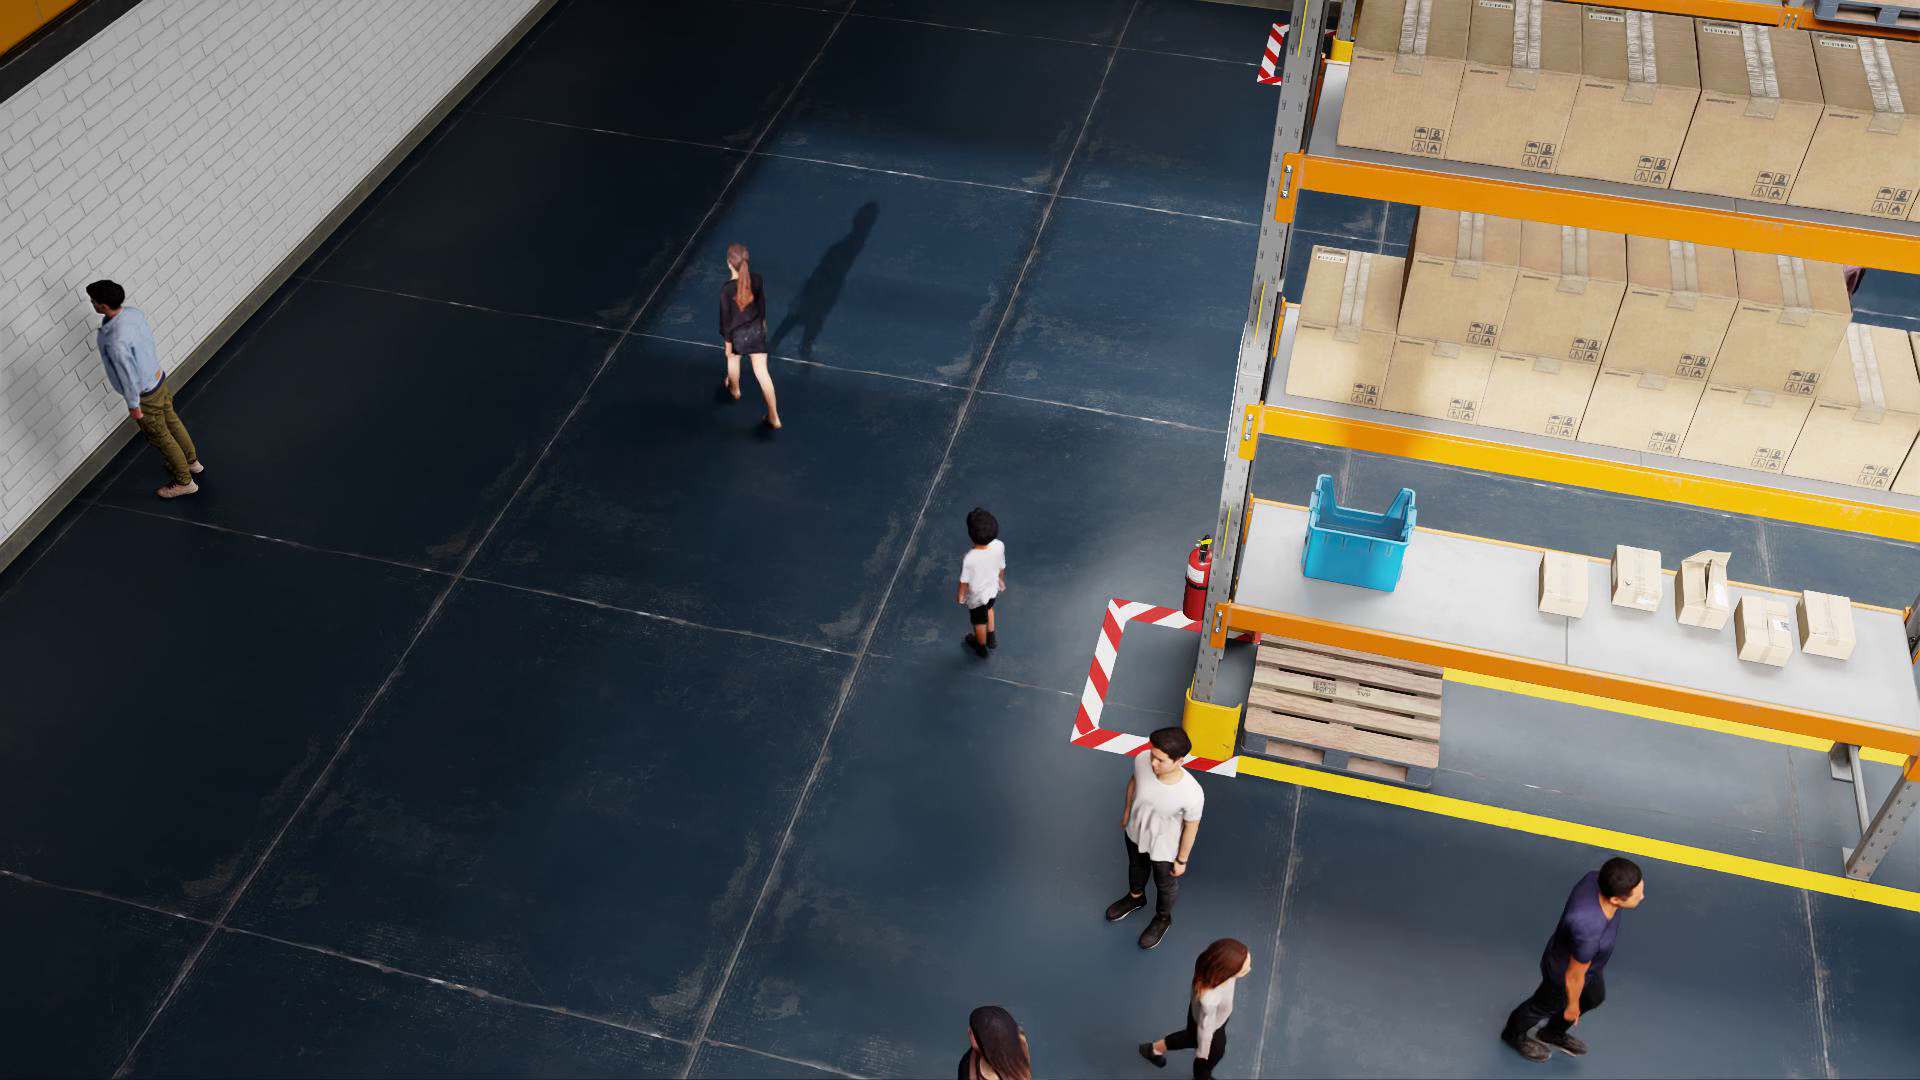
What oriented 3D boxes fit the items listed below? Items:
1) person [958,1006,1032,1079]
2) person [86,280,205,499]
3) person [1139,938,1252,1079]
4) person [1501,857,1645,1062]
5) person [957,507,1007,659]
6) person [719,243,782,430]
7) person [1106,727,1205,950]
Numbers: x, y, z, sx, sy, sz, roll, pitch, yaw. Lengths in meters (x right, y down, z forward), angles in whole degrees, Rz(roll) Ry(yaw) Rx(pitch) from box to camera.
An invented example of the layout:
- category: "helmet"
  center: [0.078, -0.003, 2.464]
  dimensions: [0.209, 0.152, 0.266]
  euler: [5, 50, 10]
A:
- category: "person"
  center: [0.270, 2.769, 7.963]
  dimensions: [1.086, 1.686, 0.833]
  euler: [-2, 44, -2]
- category: "person"
  center: [-5.847, -1.099, 11.932]
  dimensions: [0.708, 1.812, 0.751]
  euler: [-4, 44, -5]
- category: "person"
  center: [1.199, 2.425, 8.481]
  dimensions: [0.756, 1.470, 0.570]
  euler: [8, 44, 9]
- category: "person"
  center: [3.067, 2.140, 8.556]
  dimensions: [0.763, 1.779, 0.760]
  euler: [23, 48, 22]
- category: "person"
  center: [0.179, 0.326, 10.839]
  dimensions: [0.588, 1.256, 0.639]
  euler: [-25, 49, -24]
- category: "person"
  center: [-1.579, -1.519, 12.583]
  dimensions: [1.024, 1.521, 1.075]
  euler: [-21, 48, -21]
- category: "person"
  center: [1.091, 1.606, 9.157]
  dimensions: [0.766, 1.722, 0.661]
  euler: [-31, 52, -28]
